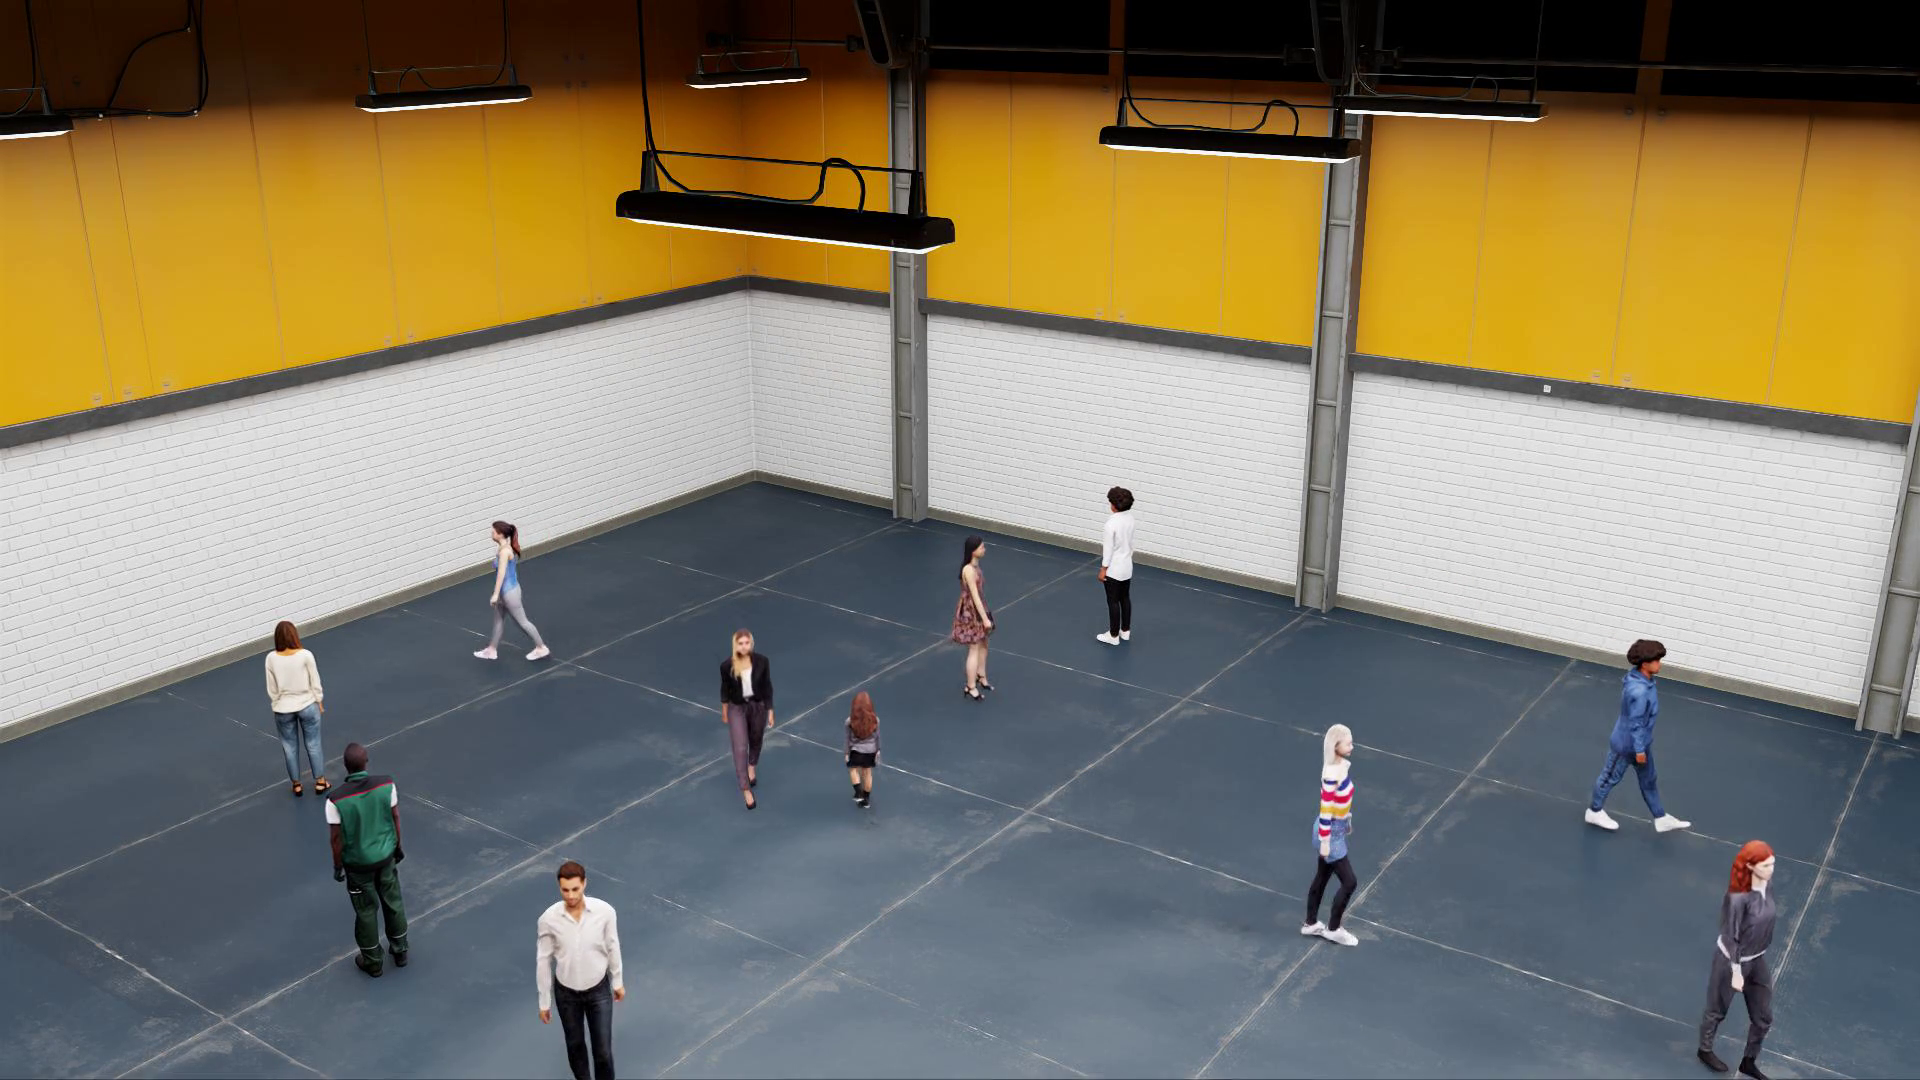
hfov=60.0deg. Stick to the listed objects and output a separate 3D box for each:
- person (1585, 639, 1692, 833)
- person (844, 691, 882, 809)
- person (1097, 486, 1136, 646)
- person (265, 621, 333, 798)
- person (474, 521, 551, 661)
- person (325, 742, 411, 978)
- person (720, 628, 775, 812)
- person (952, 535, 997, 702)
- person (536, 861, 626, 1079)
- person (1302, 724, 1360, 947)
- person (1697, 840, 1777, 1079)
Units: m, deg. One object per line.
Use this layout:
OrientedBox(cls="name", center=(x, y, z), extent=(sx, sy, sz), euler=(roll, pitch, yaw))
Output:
OrientedBox(cls="person", center=(5.698, 1.690, 14.313), extent=(1.052, 1.779, 0.691), euler=(12, 22, 31))
OrientedBox(cls="person", center=(-0.865, 1.880, 14.812), extent=(0.570, 1.099, 0.627), euler=(-4, 19, -11))
OrientedBox(cls="person", center=(1.758, 0.273, 18.472), extent=(0.672, 1.809, 0.631), euler=(-17, 25, -41))
OrientedBox(cls="person", center=(-5.980, 1.514, 14.985), extent=(0.691, 1.683, 0.757), euler=(-2, 19, -7))
OrientedBox(cls="person", center=(-4.783, 0.583, 17.918), extent=(1.070, 1.575, 1.015), euler=(-3, 19, -9))
OrientedBox(cls="person", center=(-4.363, 2.345, 12.274), extent=(0.745, 1.838, 0.693), euler=(-15, 24, -38))
OrientedBox(cls="person", center=(-1.916, 1.549, 14.965), extent=(0.989, 1.630, 1.122), euler=(-6, 20, -17))
OrientedBox(cls="person", center=(0.105, 0.804, 16.958), extent=(0.816, 1.769, 0.802), euler=(2, 19, 5))
OrientedBox(cls="person", center=(-2.441, 2.863, 10.729), extent=(1.066, 1.843, 1.148), euler=(-4, 19, -13))
OrientedBox(cls="person", center=(2.748, 2.227, 12.687), extent=(0.764, 1.799, 0.747), euler=(7, 20, 19))
OrientedBox(cls="person", center=(5.136, 2.778, 11.120), extent=(0.762, 1.755, 0.868), euler=(-10, 21, -28))
